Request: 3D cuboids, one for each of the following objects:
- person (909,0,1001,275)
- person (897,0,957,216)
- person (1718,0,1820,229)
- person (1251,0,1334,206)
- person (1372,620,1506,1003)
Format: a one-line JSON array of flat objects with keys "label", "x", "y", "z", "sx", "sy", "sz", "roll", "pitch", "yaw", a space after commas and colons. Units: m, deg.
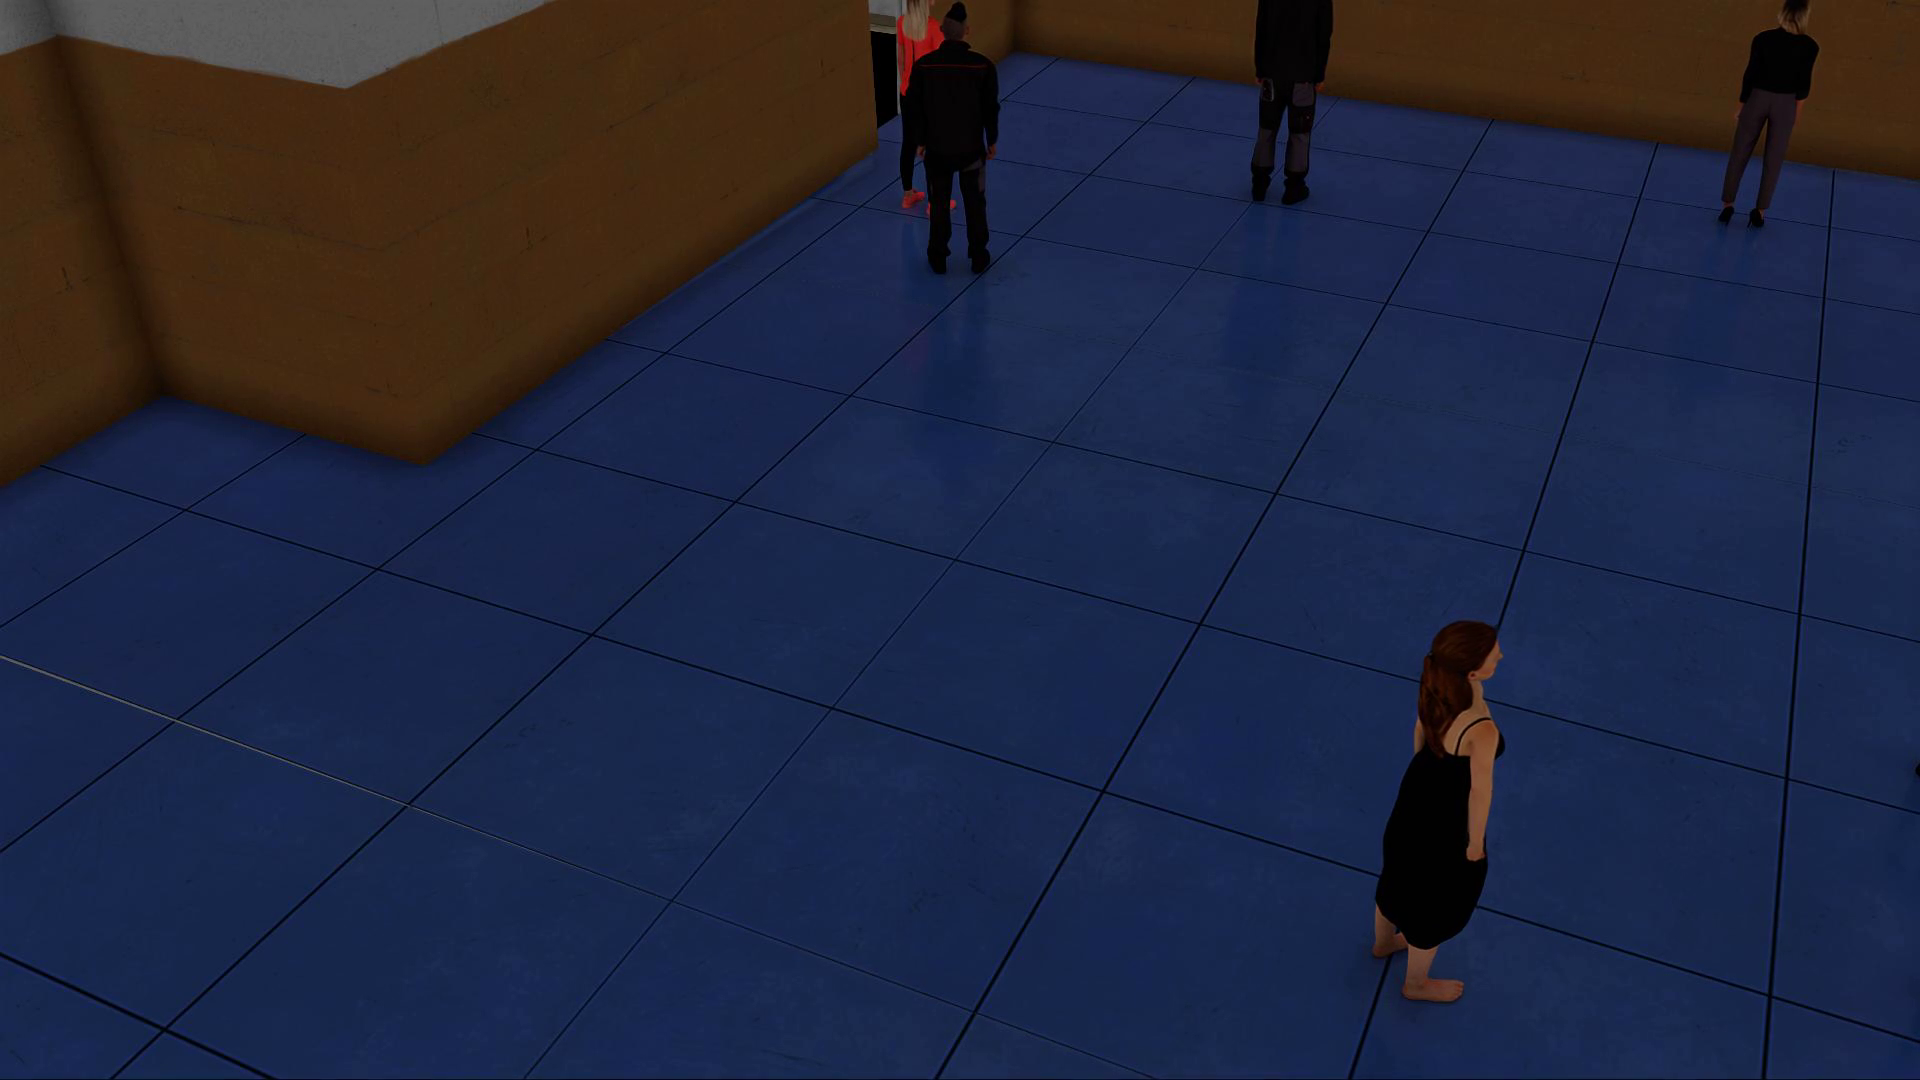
[{"label": "person", "x": -0.026, "y": -2.686, "z": 11.131, "sx": 0.722, "sy": 1.861, "sz": 0.905, "roll": 1, "pitch": 34, "yaw": 2}, {"label": "person", "x": -0.273, "y": -3.230, "z": 12.121, "sx": 0.549, "sy": 1.693, "sz": 0.701, "roll": 24, "pitch": 40, "yaw": 31}, {"label": "person", "x": 5.756, "y": -3.038, "z": 11.852, "sx": 0.491, "sy": 1.672, "sz": 0.672, "roll": 18, "pitch": 38, "yaw": 25}, {"label": "person", "x": 2.417, "y": -3.434, "z": 12.199, "sx": 0.535, "sy": 1.946, "sz": 0.765, "roll": 12, "pitch": 36, "yaw": 18}, {"label": "person", "x": 1.690, "y": 0.952, "z": 5.896, "sx": 0.725, "sy": 1.625, "sz": 0.673, "roll": -9, "pitch": 35, "yaw": -13}]
